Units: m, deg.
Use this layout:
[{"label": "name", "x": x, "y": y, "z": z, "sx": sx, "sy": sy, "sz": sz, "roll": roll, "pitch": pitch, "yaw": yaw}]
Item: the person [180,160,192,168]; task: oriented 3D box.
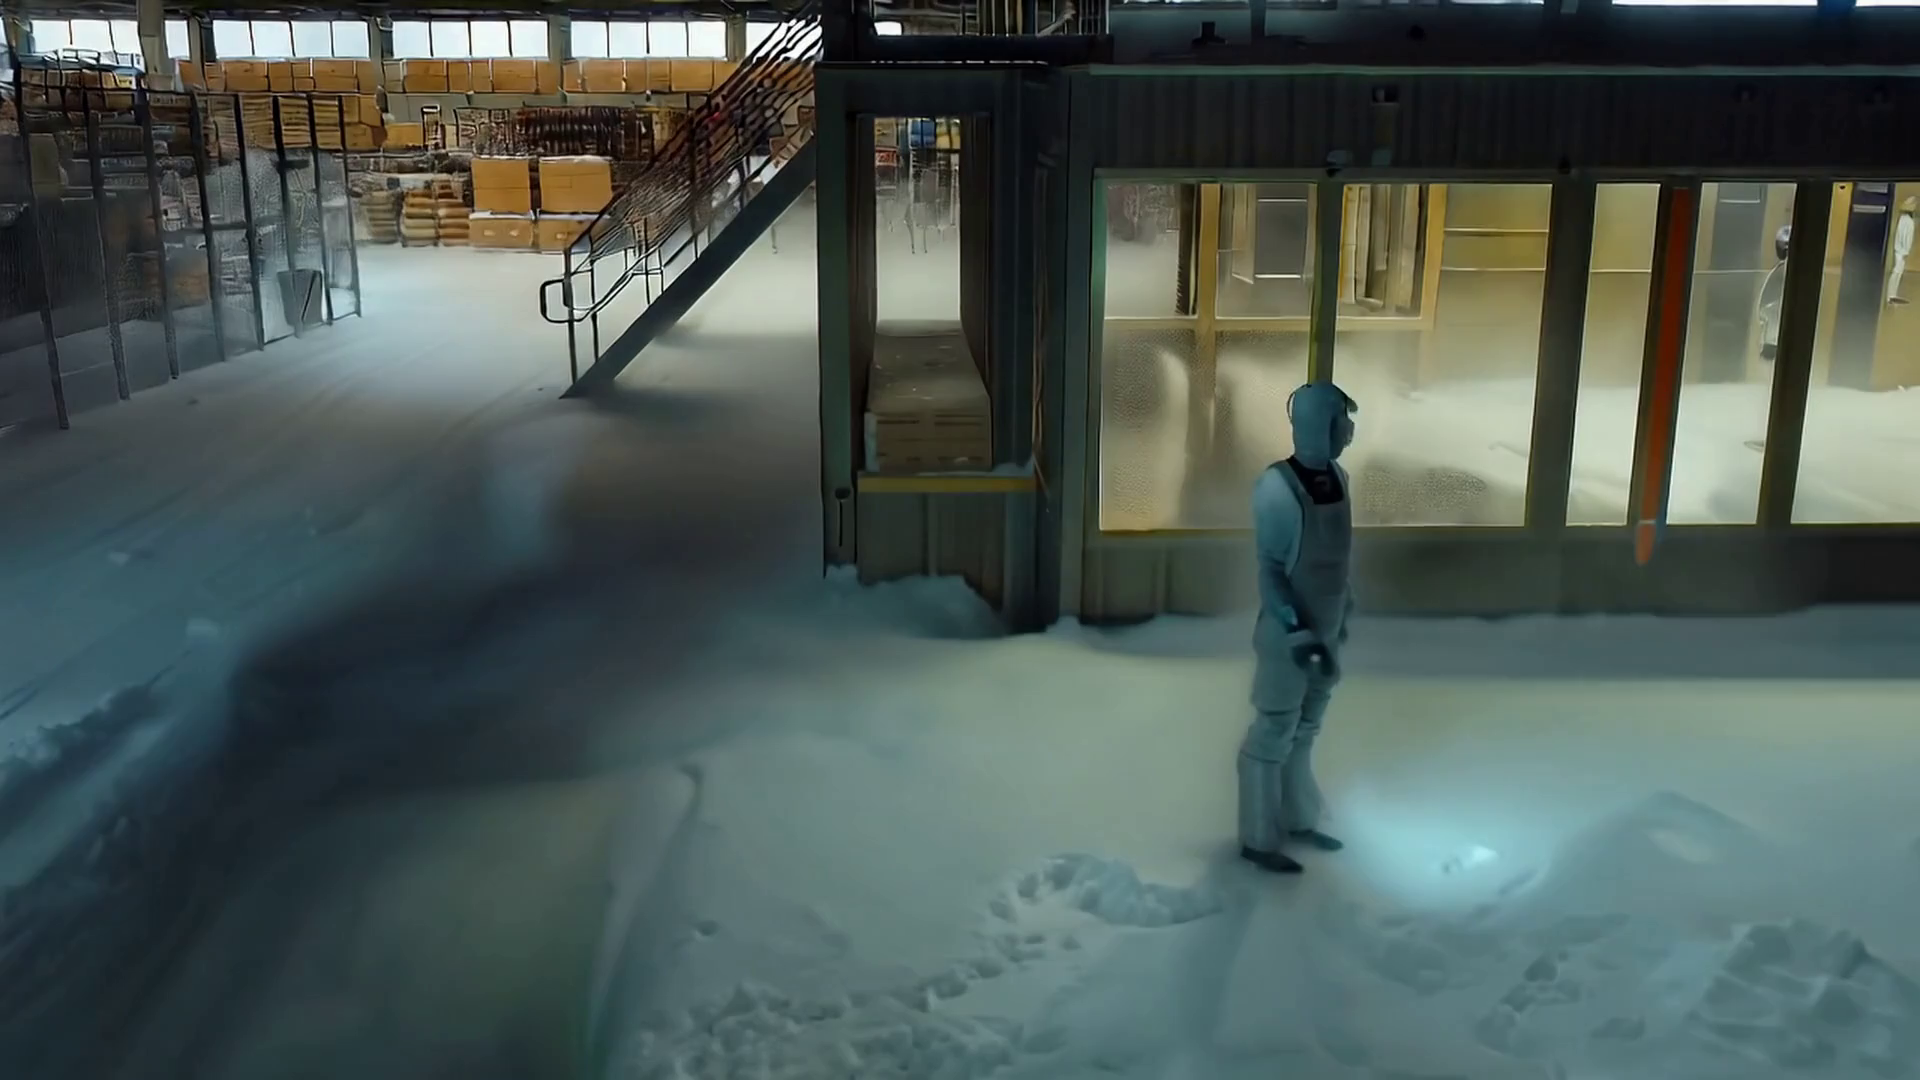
[{"label": "person", "x": -30.531, "y": -14.602, "z": 65.697, "sx": 0.643, "sy": 1.894, "sz": 0.424, "roll": 10, "pitch": 17, "yaw": 34}]

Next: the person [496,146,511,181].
[{"label": "person", "x": -19.028, "y": -15.498, "z": 69.402, "sx": 0.600, "sy": 1.830, "sz": 0.403, "roll": -3, "pitch": 14, "yaw": -12}]

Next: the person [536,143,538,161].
[{"label": "person", "x": -23.876, "y": -21.413, "z": 93.295, "sx": 0.898, "sy": 1.712, "sz": 0.583, "roll": 0, "pitch": 14, "yaw": -1}]

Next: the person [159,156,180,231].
[{"label": "person", "x": -18.491, "y": -7.970, "z": 38.982, "sx": 0.378, "sy": 1.996, "sz": 0.611, "roll": -4, "pitch": 15, "yaw": -15}]

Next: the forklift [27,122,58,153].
[{"label": "forklift", "x": -35.376, "y": -14.773, "z": 64.377, "sx": 1.129, "sy": 2.768, "sz": 1.873, "roll": -1, "pitch": 14, "yaw": -2}]

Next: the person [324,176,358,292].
[{"label": "person", "x": -10.338, "y": -5.113, "z": 27.767, "sx": 0.572, "sy": 1.884, "sz": 0.979, "roll": -11, "pitch": 18, "yaw": -37}]

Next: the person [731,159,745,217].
[{"label": "person", "x": -5.625, "y": -8.768, "z": 42.286, "sx": 0.357, "sy": 1.936, "sz": 0.551, "roll": 1, "pitch": 14, "yaw": 3}]

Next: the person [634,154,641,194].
[{"label": "person", "x": -12.392, "y": -13.965, "z": 63.721, "sx": 0.603, "sy": 1.608, "sz": 0.508, "roll": -1, "pitch": 14, "yaw": -3}]

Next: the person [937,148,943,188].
[{"label": "person", "x": -0.918, "y": -16.229, "z": 72.455, "sx": 0.329, "sy": 1.769, "sz": 0.526, "roll": 4, "pitch": 15, "yaw": 17}]

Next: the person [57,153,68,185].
[{"label": "person", "x": -23.855, "y": -9.211, "z": 43.931, "sx": 0.620, "sy": 2.014, "sz": 0.935, "roll": 1, "pitch": 14, "yaw": 5}]

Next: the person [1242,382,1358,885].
[{"label": "person", "x": 1.260, "y": 0.332, "z": 6.117, "sx": 0.344, "sy": 1.840, "sz": 0.505, "roll": 13, "pitch": 19, "yaw": 43}]

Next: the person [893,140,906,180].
[{"label": "person", "x": -3.001, "y": -18.965, "z": 83.058, "sx": 0.705, "sy": 1.971, "sz": 0.648, "roll": 4, "pitch": 15, "yaw": 14}]

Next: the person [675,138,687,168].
[{"label": "person", "x": -14.184, "y": -19.387, "z": 84.554, "sx": 0.610, "sy": 2.036, "sz": 0.420, "roll": 2, "pitch": 14, "yaw": 7}]
